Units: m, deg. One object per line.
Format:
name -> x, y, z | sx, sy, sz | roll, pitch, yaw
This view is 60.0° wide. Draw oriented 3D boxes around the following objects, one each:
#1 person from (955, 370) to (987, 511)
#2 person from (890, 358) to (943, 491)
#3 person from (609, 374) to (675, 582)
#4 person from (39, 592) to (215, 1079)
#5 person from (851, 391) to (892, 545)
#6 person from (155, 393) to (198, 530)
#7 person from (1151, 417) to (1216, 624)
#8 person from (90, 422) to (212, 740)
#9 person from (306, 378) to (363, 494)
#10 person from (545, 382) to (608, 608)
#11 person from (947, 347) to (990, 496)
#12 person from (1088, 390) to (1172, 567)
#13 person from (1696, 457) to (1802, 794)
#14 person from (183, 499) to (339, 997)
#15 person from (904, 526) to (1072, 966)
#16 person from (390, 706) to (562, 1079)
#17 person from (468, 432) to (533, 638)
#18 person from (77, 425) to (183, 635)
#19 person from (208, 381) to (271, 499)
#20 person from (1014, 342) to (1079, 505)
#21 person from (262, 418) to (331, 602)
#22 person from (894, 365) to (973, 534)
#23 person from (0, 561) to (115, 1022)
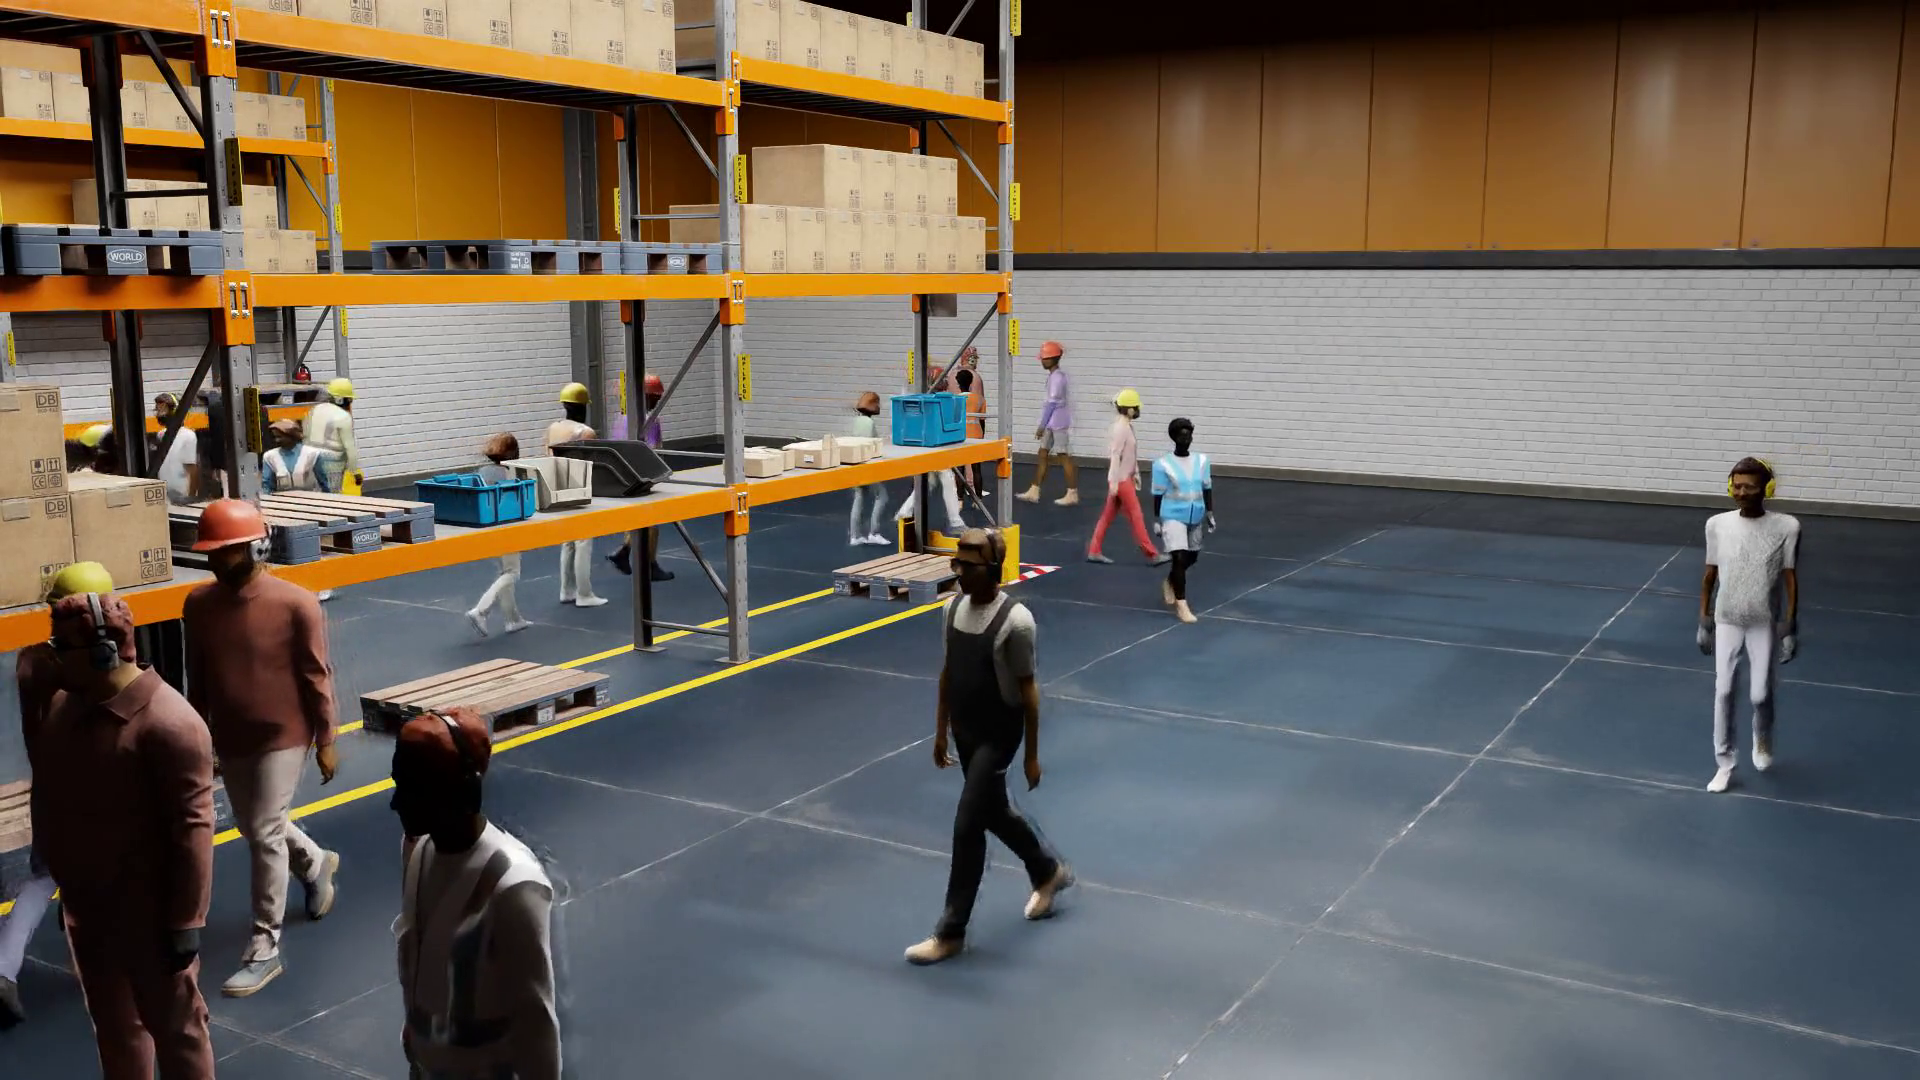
person -> 0.070, -1.193, 19.955 | 0.533, 1.692, 0.319 | -4, 10, -24
person -> -0.582, -1.521, 21.677 | 0.638, 1.803, 0.607 | 7, 11, 37
person -> -2.900, -0.560, 15.261 | 0.509, 1.925, 0.561 | -6, 11, -34
person -> -2.538, 1.093, 5.029 | 0.642, 1.905, 0.399 | 5, 10, 28
person -> -0.909, -0.741, 17.349 | 0.551, 1.610, 0.529 | -3, 10, -18
person -> -6.724, -0.373, 14.421 | 0.533, 1.833, 0.951 | 5, 10, 29
person -> 1.806, -0.193, 13.755 | 0.531, 1.673, 0.761 | -4, 10, -23
person -> -4.894, 0.281, 9.665 | 0.683, 2.000, 0.878 | 6, 11, 32
person -> -6.379, -0.751, 16.911 | 0.621, 1.785, 0.550 | 7, 11, 37
person -> -3.268, -0.380, 14.160 | 0.617, 1.924, 0.380 | 8, 12, 40
person -> 0.121, -1.514, 21.287 | 0.408, 1.907, 0.651 | -7, 11, -37
person -> 1.648, -0.593, 16.100 | 0.895, 1.711, 0.543 | 2, 9, 13
person -> 4.349, 0.456, 9.153 | 0.533, 1.855, 0.553 | 7, 11, 37
person -> -2.847, 0.775, 6.864 | 0.622, 1.962, 0.931 | 2, 9, 11
person -> 0.154, 0.820, 7.031 | 0.921, 1.818, 0.522 | -7, 12, -38
person -> -1.075, 1.286, 3.944 | 0.543, 1.873, 0.589 | -8, 12, -39
person -> -3.624, -0.040, 13.000 | 0.519, 1.609, 0.636 | 6, 11, 33
person -> -6.376, 0.004, 12.399 | 0.924, 1.712, 0.554 | -5, 10, -27
person -> -7.053, -0.732, 16.259 | 0.627, 1.964, 0.897 | 0, 9, -1
person -> 1.057, -1.410, 20.329 | 0.916, 2.001, 0.634 | 0, 9, -1
person -> -5.682, -0.247, 14.281 | 0.533, 1.610, 0.474 | -1, 9, -6
person -> -0.295, -0.985, 18.165 | 0.941, 1.854, 0.573 | 2, 9, 10
person -> -3.453, 0.957, 6.434 | 0.530, 1.737, 0.845 | 2, 9, 10
